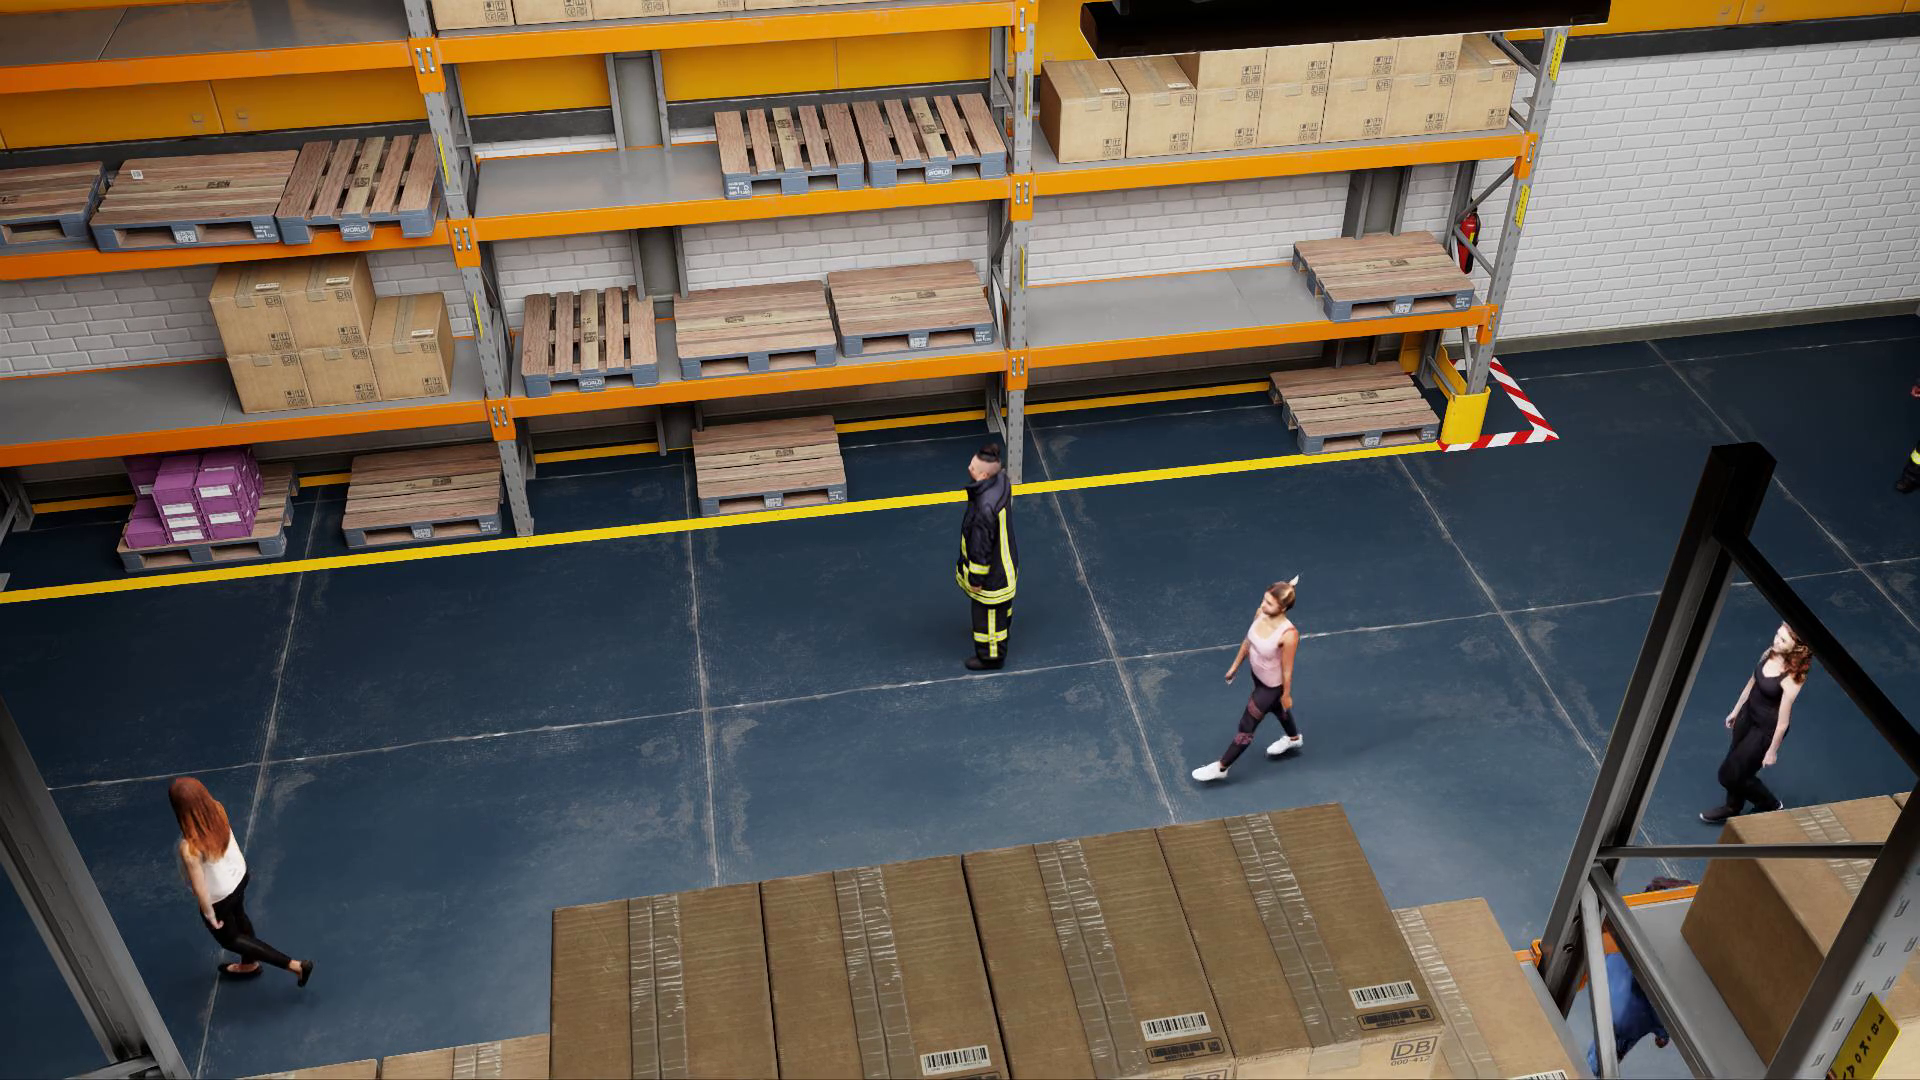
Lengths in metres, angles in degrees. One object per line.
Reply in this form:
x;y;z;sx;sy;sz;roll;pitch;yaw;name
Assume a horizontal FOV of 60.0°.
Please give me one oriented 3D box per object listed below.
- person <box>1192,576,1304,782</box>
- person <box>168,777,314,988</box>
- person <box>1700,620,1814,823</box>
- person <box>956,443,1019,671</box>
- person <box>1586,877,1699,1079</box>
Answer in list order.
2.083;0.889;10.894;1.122;1.591;0.671;-12;40;-14;person
-4.111;1.978;9.437;0.990;1.707;0.760;6;39;7;person
5.125;1.164;10.435;0.770;1.733;0.655;0;39;0;person
0.214;0.098;11.670;0.819;1.859;0.838;6;39;8;person
3.466;2.430;8.799;0.620;1.797;0.689;-5;39;-6;person
